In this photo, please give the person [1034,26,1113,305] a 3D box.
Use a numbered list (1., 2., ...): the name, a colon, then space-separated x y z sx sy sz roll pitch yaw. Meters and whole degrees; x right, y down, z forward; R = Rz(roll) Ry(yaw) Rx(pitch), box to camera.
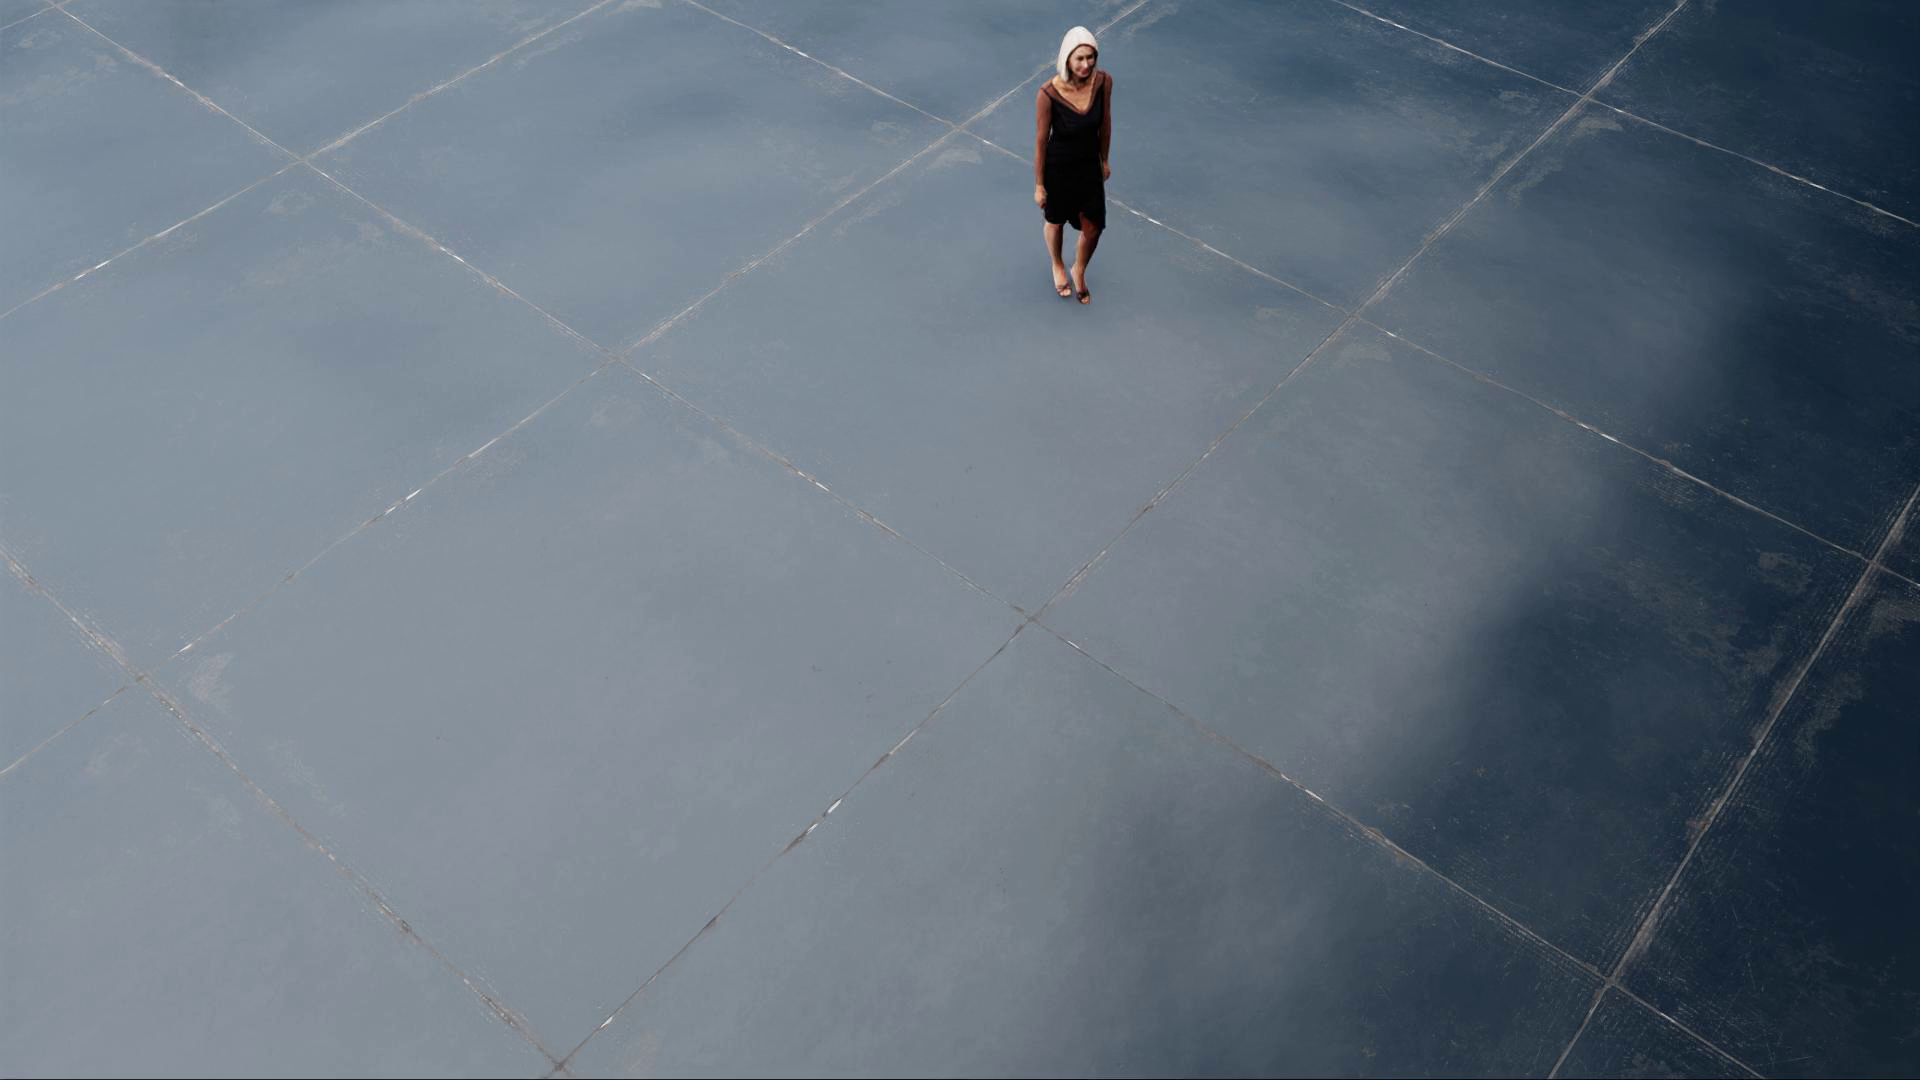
1. person: 0.589 -2.095 9.204 0.742 1.732 0.821 -12 48 -10
